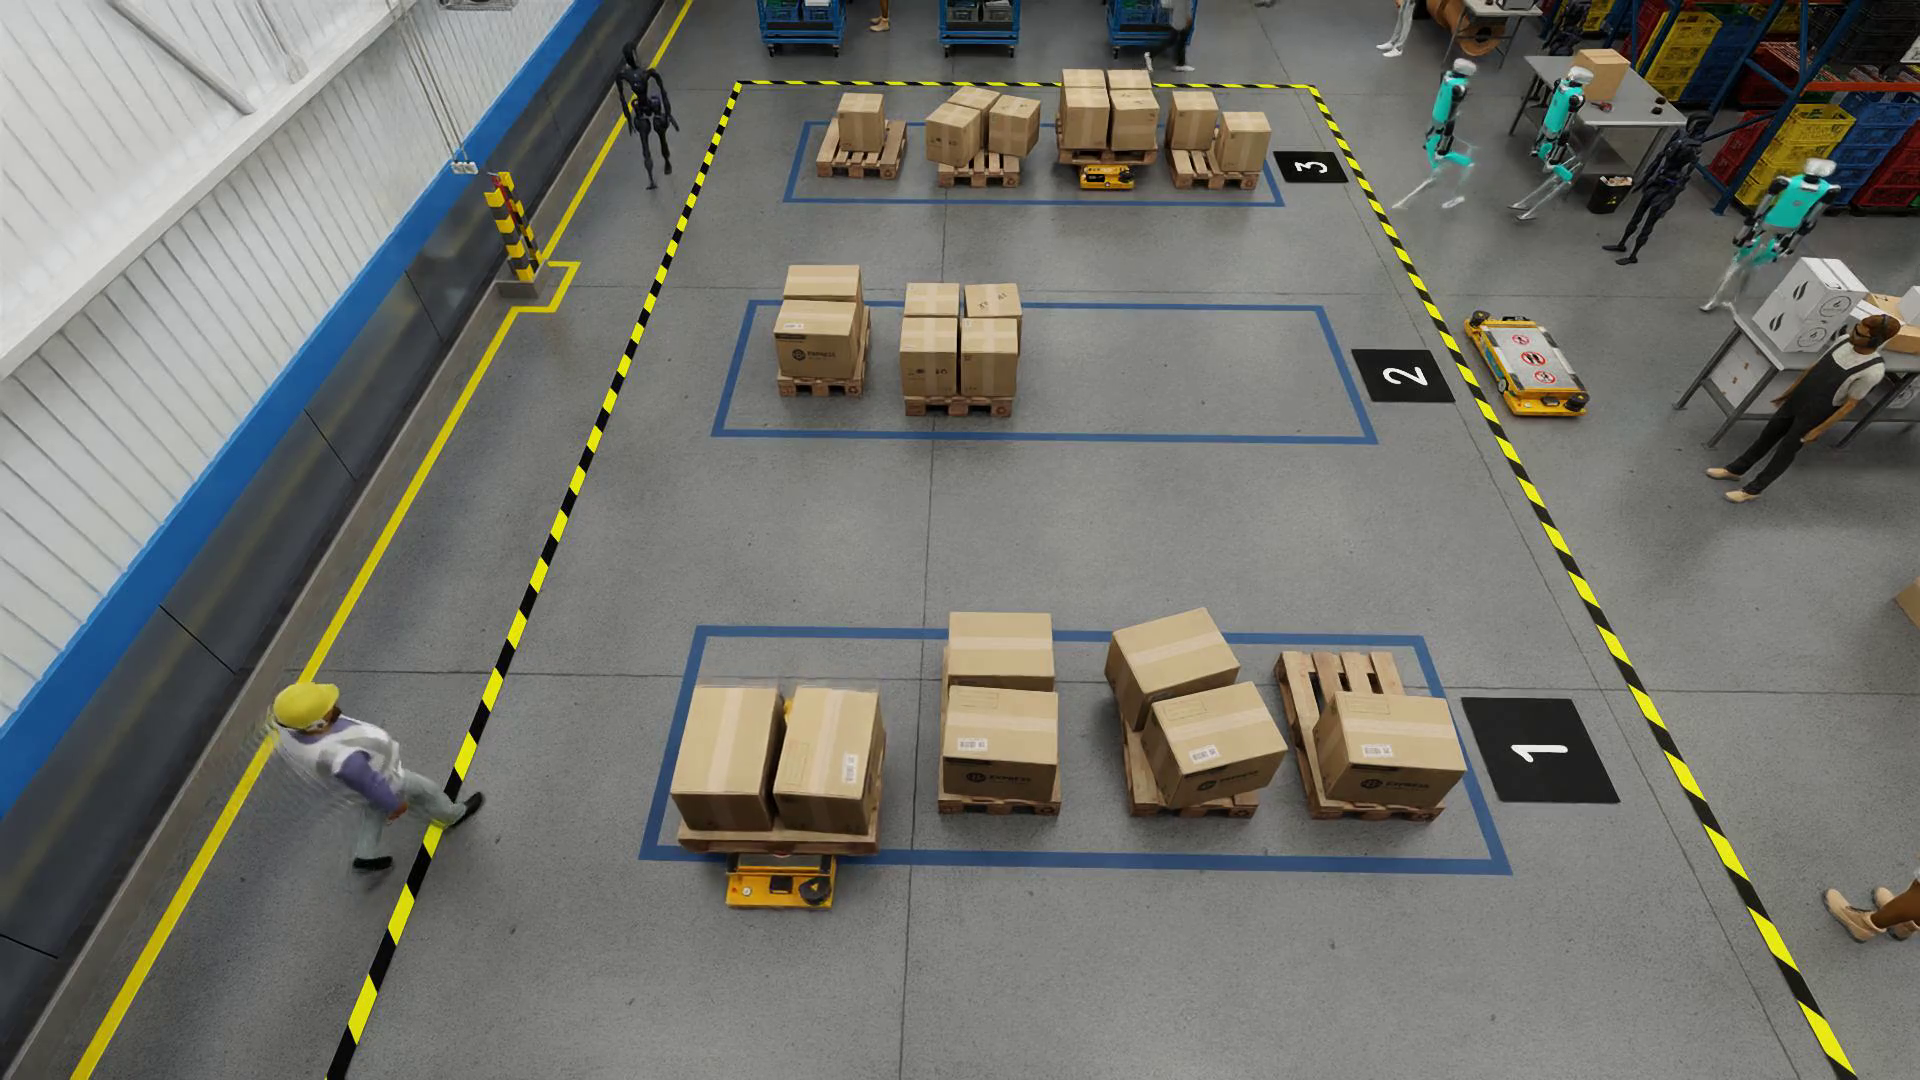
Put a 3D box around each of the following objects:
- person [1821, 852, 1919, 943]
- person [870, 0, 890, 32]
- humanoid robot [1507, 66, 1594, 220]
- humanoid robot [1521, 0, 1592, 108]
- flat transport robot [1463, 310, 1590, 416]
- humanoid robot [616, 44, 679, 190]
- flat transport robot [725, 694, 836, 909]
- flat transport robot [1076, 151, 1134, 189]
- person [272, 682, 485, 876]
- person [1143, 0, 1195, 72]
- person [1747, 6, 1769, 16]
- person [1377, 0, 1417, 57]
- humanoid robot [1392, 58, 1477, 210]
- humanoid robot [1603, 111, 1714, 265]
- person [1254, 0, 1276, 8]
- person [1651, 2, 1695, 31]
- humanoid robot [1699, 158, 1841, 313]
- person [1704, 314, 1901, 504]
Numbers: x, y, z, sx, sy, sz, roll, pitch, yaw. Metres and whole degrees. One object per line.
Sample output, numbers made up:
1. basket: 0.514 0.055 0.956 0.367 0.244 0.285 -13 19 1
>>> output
1. person: 5.578 1.674 4.918 0.604 2.035 0.389 1 49 1
2. person: -1.300 -8.974 14.134 0.389 2.035 0.604 1 49 1
3. humanoid robot: 6.803 -4.430 10.308 0.735 1.677 0.533 1 49 1
4. humanoid robot: 8.171 -6.739 12.428 0.315 1.653 0.599 1 49 1
5. flat transport robot: 5.573 -1.757 9.054 0.659 0.231 1.431 1 49 1
6. humanoid robot: -3.731 -5.087 11.035 0.599 1.624 0.797 -7 49 -6
7. flat transport robot: -1.106 1.679 6.062 0.652 0.197 1.431 1 49 1
8. flat transport robot: 1.845 -4.982 11.827 0.652 0.197 1.431 1 49 1
9. person: -3.469 1.383 5.318 0.598 1.805 0.728 21 52 17
10. person: 3.119 -7.629 13.101 0.743 1.832 0.579 3 49 2
11. person: 13.366 -9.372 14.541 0.362 1.939 0.542 1 49 1
12. person: 6.683 -8.168 13.549 0.328 1.865 0.514 1 49 1
13. humanoid robot: 5.748 -4.598 10.581 1.022 1.788 0.538 1 49 1
14. humanoid robot: 7.541 -3.772 9.859 0.315 1.653 0.599 1 49 1
15. person: 5.133 -9.607 14.815 0.472 1.828 0.598 -15 51 -12
16. person: 10.477 -7.770 13.294 0.622 1.722 0.494 -7 50 -6
17. humanoid robot: 8.065 -3.056 9.210 0.602 1.790 0.812 21 52 17
18. person: 6.815 -1.040 7.394 0.345 1.840 0.507 1 49 1
